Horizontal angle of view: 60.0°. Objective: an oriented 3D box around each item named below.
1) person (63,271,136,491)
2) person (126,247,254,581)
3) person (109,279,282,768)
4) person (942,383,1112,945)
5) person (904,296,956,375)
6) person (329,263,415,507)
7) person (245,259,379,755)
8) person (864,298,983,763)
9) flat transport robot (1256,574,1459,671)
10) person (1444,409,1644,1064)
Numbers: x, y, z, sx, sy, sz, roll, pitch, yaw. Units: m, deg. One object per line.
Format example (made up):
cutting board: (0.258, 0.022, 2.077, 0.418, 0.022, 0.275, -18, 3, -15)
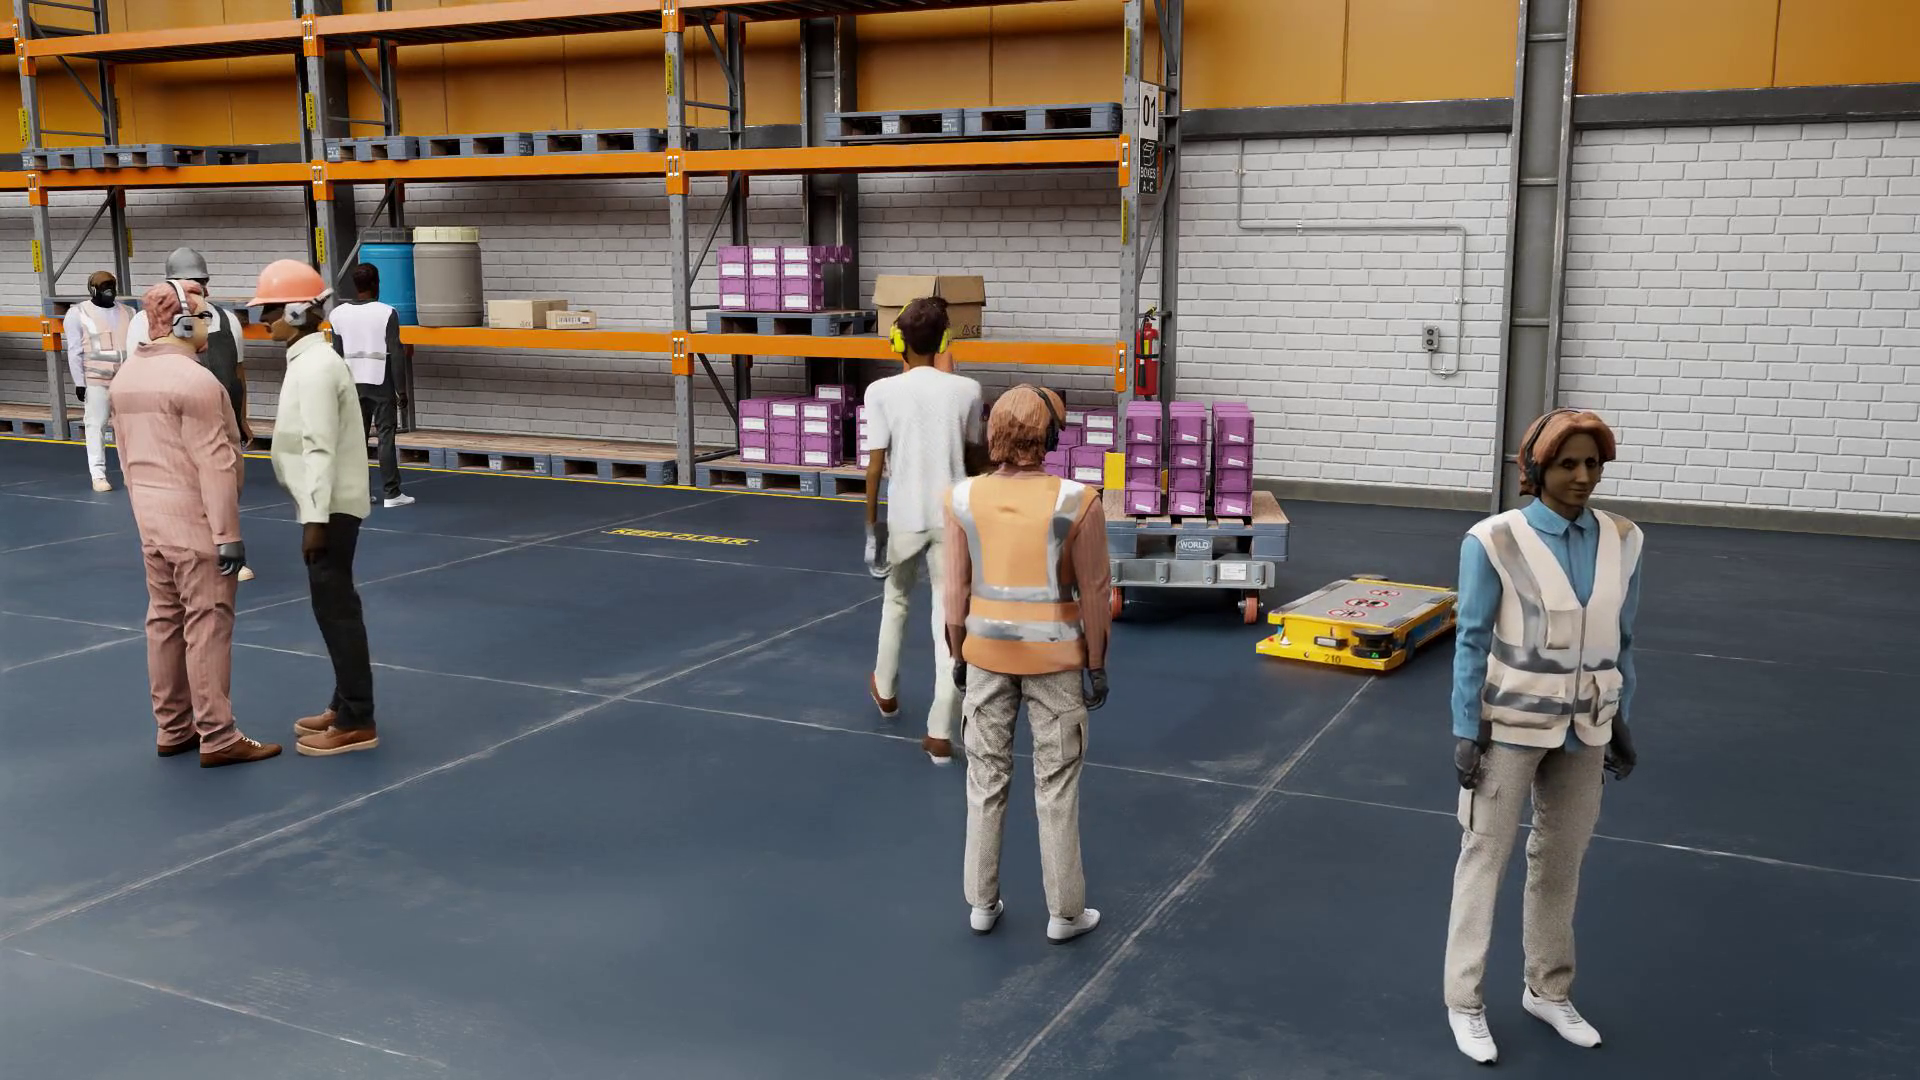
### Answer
person: (-7.181, -1.342, 14.058, 0.429, 1.846, 0.625, 7, 12, 35)
person: (-4.574, -0.733, 10.008, 0.535, 2.000, 0.674, 9, 14, 43)
person: (-3.012, -0.060, 6.543, 0.641, 1.908, 0.407, 7, 12, 34)
person: (0.192, 0.369, 4.849, 0.511, 1.641, 0.308, 4, 11, 20)
person: (-0.208, -0.862, 11.730, 0.322, 1.696, 0.536, -6, 12, -31)
person: (-4.637, -1.210, 13.087, 0.587, 1.920, 0.391, 2, 10, 11)
person: (-2.605, -0.130, 6.727, 0.419, 1.985, 0.624, -4, 11, -23)
person: (-0.168, -0.068, 6.824, 0.512, 1.819, 0.967, -2, 10, -10)
flat transport robot: (2.112, 0.403, 8.568, 0.652, 0.197, 1.431, 6, 12, 32)
person: (1.458, 0.488, 4.166, 0.520, 1.639, 0.309, -3, 10, -15)
